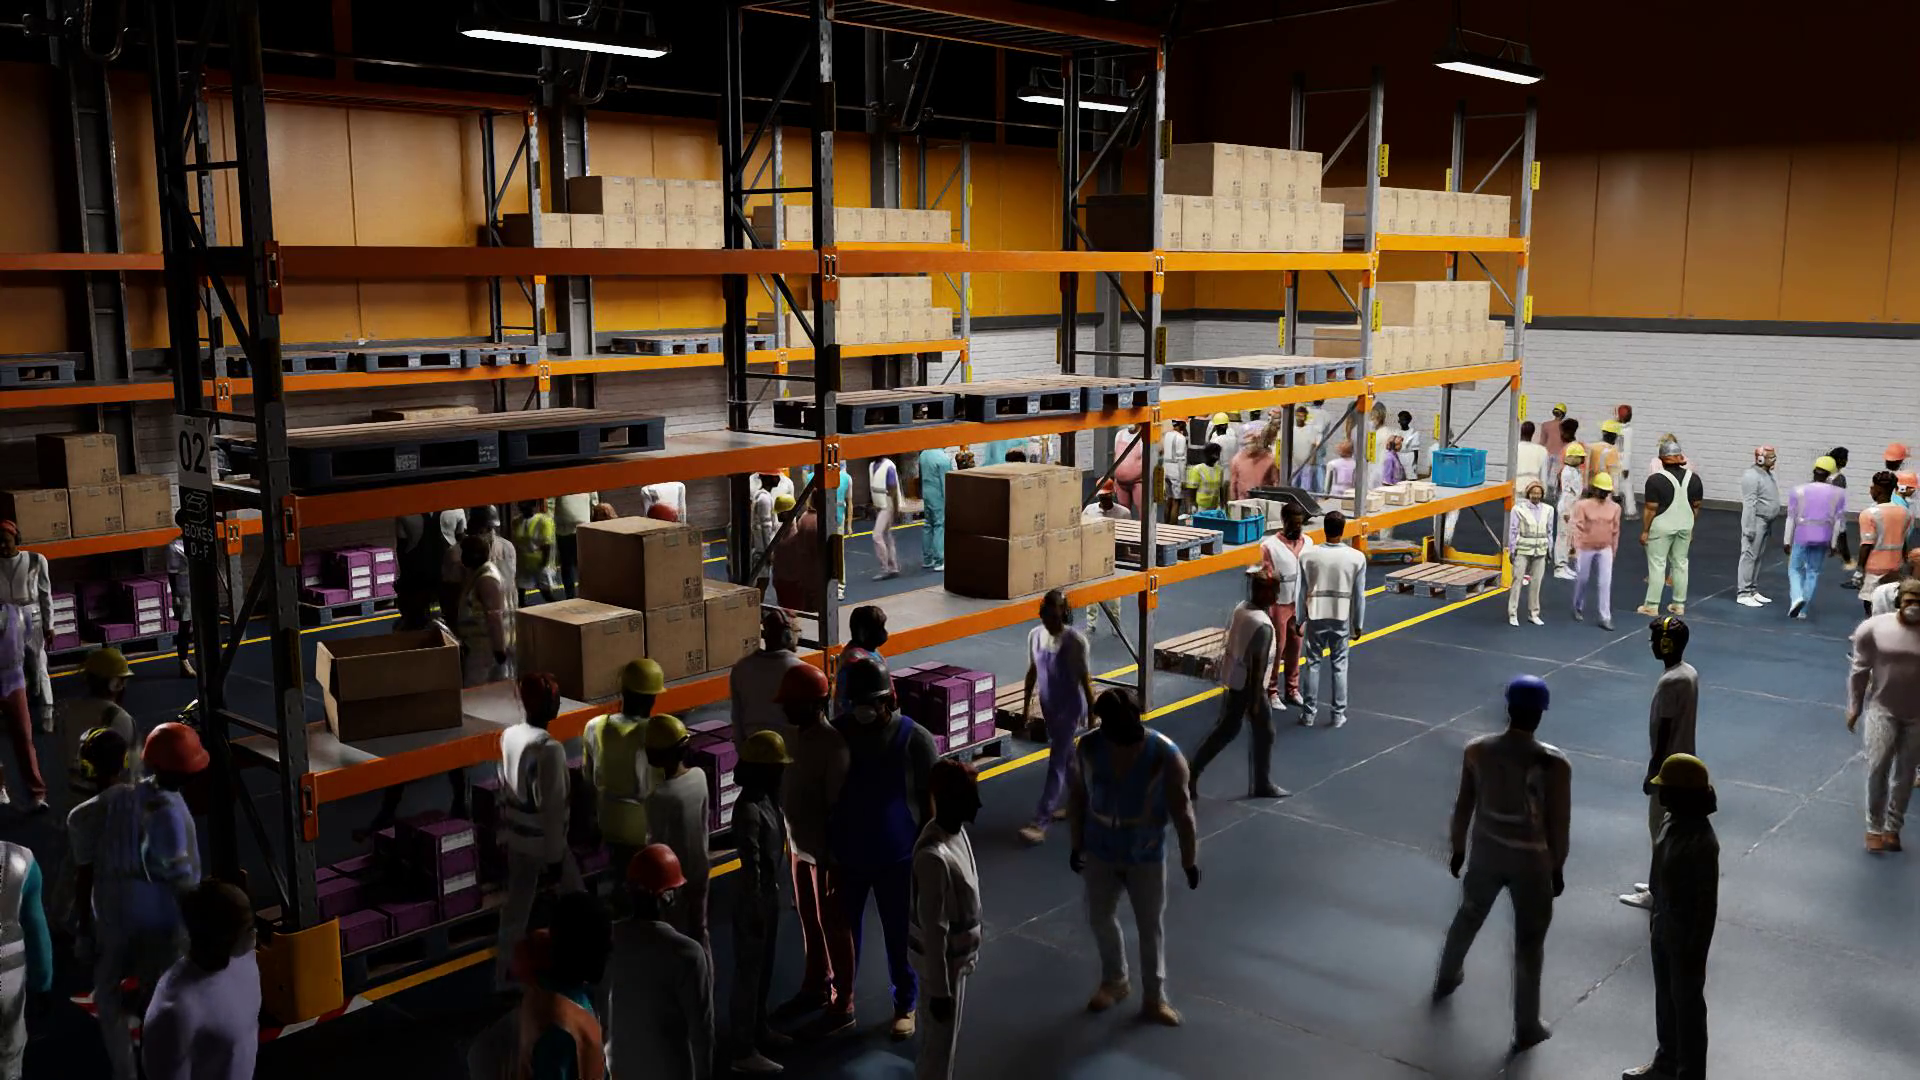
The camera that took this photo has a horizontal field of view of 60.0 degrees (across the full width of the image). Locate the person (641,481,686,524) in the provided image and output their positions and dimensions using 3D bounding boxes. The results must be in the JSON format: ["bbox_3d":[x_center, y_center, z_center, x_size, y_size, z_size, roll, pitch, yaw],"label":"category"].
[{"bbox_3d":[-3.370,-0.022,18.881,0.575,1.885,0.355,-9,13,-43],"label":"person"}]

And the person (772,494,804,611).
[{"bbox_3d":[-1.729,0.401,16.736,0.326,1.760,0.524,-8,13,-41],"label":"person"}]

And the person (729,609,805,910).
[{"bbox_3d":[-1.123,1.373,10.499,0.642,1.905,0.399,5,11,26],"label":"person"}]

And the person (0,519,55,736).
[{"bbox_3d":[-8.118,0.751,14.303,0.584,1.878,0.369,-4,10,-23],"label":"person"}]

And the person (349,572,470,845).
[{"bbox_3d":[-3.806,1.185,11.555,0.639,1.915,0.977,6,11,30],"label":"person"}]

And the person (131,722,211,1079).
[{"bbox_3d":[-3.752,1.782,8.068,0.677,1.894,0.555,-6,11,-31],"label":"person"}]

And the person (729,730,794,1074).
[{"bbox_3d":[-0.992,1.808,8.413,0.323,1.737,0.488,1,10,6],"label":"person"}]

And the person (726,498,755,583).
[{"bbox_3d":[-2.302,0.344,17.432,0.310,1.636,0.523,2,10,9],"label":"person"}]

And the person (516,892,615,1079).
[{"bbox_3d":[-1.281,2.149,5.922,0.893,1.878,0.612,-3,10,-15],"label":"person"}]

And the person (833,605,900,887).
[{"bbox_3d":[-0.612,1.330,10.940,0.430,1.843,0.625,1,10,4],"label":"person"}]

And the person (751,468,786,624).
[{"bbox_3d":[-2.101,0.065,18.258,0.396,1.929,0.543,-1,10,-5],"label":"person"}]

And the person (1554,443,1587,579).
[{"bbox_3d":[7.873,-0.378,21.426,0.310,1.744,0.486,7,12,34],"label":"person"}]

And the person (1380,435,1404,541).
[{"bbox_3d":[6.113,-0.684,23.593,0.320,1.631,0.527,4,10,21],"label":"person"}]

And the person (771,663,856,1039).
[{"bbox_3d":[-0.779,1.619,8.796,0.407,1.986,0.616,-6,11,-32],"label":"person"}]

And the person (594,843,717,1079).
[{"bbox_3d":[-1.224,2.080,6.727,0.573,1.746,0.346,4,10,22],"label":"person"}]

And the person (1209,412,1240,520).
[{"bbox_3d":[3.733,-0.860,23.765,0.594,1.922,0.375,-8,12,-39],"label":"person"}]

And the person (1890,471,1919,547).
[{"bbox_3d":[10.549,0.078,18.718,0.355,1.740,0.574,4,10,24],"label":"person"}]

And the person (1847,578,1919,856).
[{"bbox_3d":[6.436,1.221,11.341,0.655,1.921,0.668,3,10,20],"label":"person"}]

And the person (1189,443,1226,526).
[{"bbox_3d":[3.293,-0.466,22.146,0.739,1.679,0.418,-7,12,-36],"label":"person"}]

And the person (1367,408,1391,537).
[{"bbox_3d":[6.117,-0.975,24.474,0.476,1.922,0.641,2,10,10],"label":"person"}]

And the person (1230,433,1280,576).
[{"bbox_3d":[3.840,-0.468,21.663,0.623,1.845,0.882,1,10,4],"label":"person"}]

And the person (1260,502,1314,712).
[{"bbox_3d":[2.963,0.597,15.125,0.597,1.909,0.405,-6,11,-32],"label":"person"}]

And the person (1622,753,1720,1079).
[{"bbox_3d":[3.436,1.872,7.995,0.311,1.743,0.493,0,10,0],"label":"person"}]

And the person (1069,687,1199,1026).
[{"bbox_3d":[0.921,1.679,8.929,0.717,1.824,0.431,4,10,23],"label":"person"}]

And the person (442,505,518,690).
[{"bbox_3d":[-4.058,0.663,14.328,0.536,2.000,0.688,9,13,42],"label":"person"}]

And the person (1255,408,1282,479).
[{"bbox_3d":[4.694,-1.037,24.926,0.653,1.895,0.402,-7,12,-36],"label":"person"}]

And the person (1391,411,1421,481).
[{"bbox_3d":[7.158,-1.244,26.779,0.328,1.687,0.537,-8,12,-39],"label":"person"}]

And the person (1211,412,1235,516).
[{"bbox_3d":[3.960,-1.056,25.159,0.390,1.850,0.565,6,11,32],"label":"person"}]

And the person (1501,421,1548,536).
[{"bbox_3d":[7.719,-0.679,22.741,0.620,1.899,0.549,-1,10,-7],"label":"person"}]

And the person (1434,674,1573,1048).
[{"bbox_3d":[2.882,1.651,8.877,0.524,1.906,0.773,-9,13,-43],"label":"person"}]

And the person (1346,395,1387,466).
[{"bbox_3d":[7.152,-1.846,29.305,0.688,2.000,0.992,3,10,15],"label":"person"}]

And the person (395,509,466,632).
[{"bbox_3d":[-5.355,0.239,16.857,0.681,2.000,0.535,-4,10,-23],"label":"person"}]

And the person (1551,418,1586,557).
[{"bbox_3d":[8.486,-0.741,23.076,0.557,1.929,0.676,7,12,36],"label":"person"}]

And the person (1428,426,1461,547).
[{"bbox_3d":[6.766,-0.711,23.185,0.543,1.820,0.440,7,12,36],"label":"person"}]

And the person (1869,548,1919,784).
[{"bbox_3d":[7.368,0.986,12.934,0.607,1.871,0.392,1,10,5],"label":"person"}]

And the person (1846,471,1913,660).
[{"bbox_3d":[9.320,0.275,16.861,0.608,1.966,0.372,-3,10,-17],"label":"person"}]

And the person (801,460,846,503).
[{"bbox_3d":[-1.827,-0.688,22.383,0.605,2.045,0.378,0,10,-1],"label":"person"}]

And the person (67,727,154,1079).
[{"bbox_3d":[-4.043,1.821,8.026,0.402,1.846,0.534,4,10,21],"label":"person"}]

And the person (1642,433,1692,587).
[{"bbox_3d":[8.896,-0.386,20.930,0.390,1.929,0.650,-4,10,-23],"label":"person"}]

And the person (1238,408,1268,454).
[{"bbox_3d":[4.590,-1.213,25.910,0.605,1.915,0.422,-1,10,-8],"label":"person"}]

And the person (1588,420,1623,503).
[{"bbox_3d":[8.888,-0.718,23.031,0.491,1.910,0.615,-1,10,-7],"label":"person"}]

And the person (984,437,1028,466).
[{"bbox_3d":[0.718,-0.990,24.462,0.631,1.945,0.927,5,11,27],"label":"person"}]
